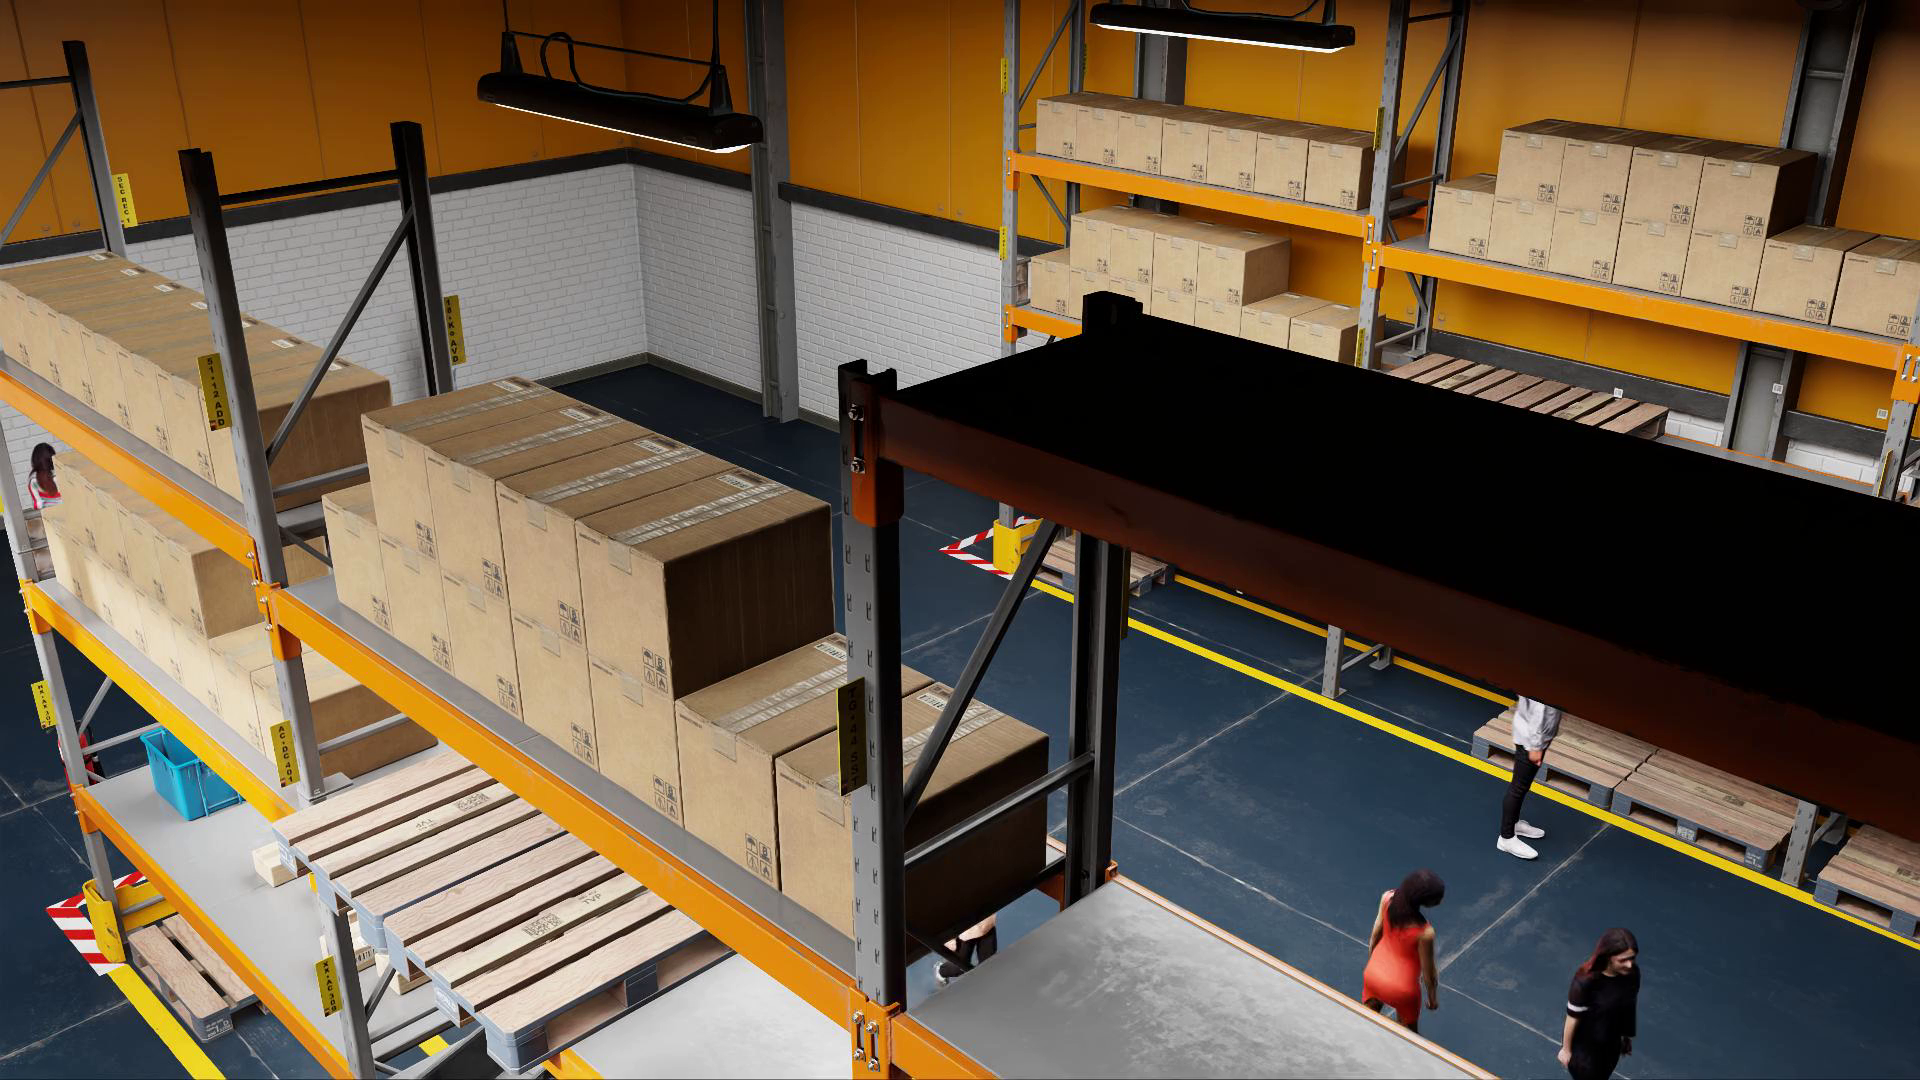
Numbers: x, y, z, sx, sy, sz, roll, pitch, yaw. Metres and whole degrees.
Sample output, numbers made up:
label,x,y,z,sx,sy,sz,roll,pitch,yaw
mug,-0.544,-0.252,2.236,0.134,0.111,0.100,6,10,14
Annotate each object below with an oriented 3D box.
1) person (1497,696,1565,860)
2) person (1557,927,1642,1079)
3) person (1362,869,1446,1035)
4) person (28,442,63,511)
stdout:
label,x,y,z,sx,sy,sz,roll,pitch,yaw
person,4.271,1.426,12.382,0.687,1.928,0.747,11,26,24
person,3.578,2.839,9.530,0.704,1.623,0.720,-10,26,-22
person,2.600,2.654,9.865,0.527,1.694,0.718,18,29,35
person,-8.930,-0.207,16.509,0.664,1.614,0.651,-8,25,-17
